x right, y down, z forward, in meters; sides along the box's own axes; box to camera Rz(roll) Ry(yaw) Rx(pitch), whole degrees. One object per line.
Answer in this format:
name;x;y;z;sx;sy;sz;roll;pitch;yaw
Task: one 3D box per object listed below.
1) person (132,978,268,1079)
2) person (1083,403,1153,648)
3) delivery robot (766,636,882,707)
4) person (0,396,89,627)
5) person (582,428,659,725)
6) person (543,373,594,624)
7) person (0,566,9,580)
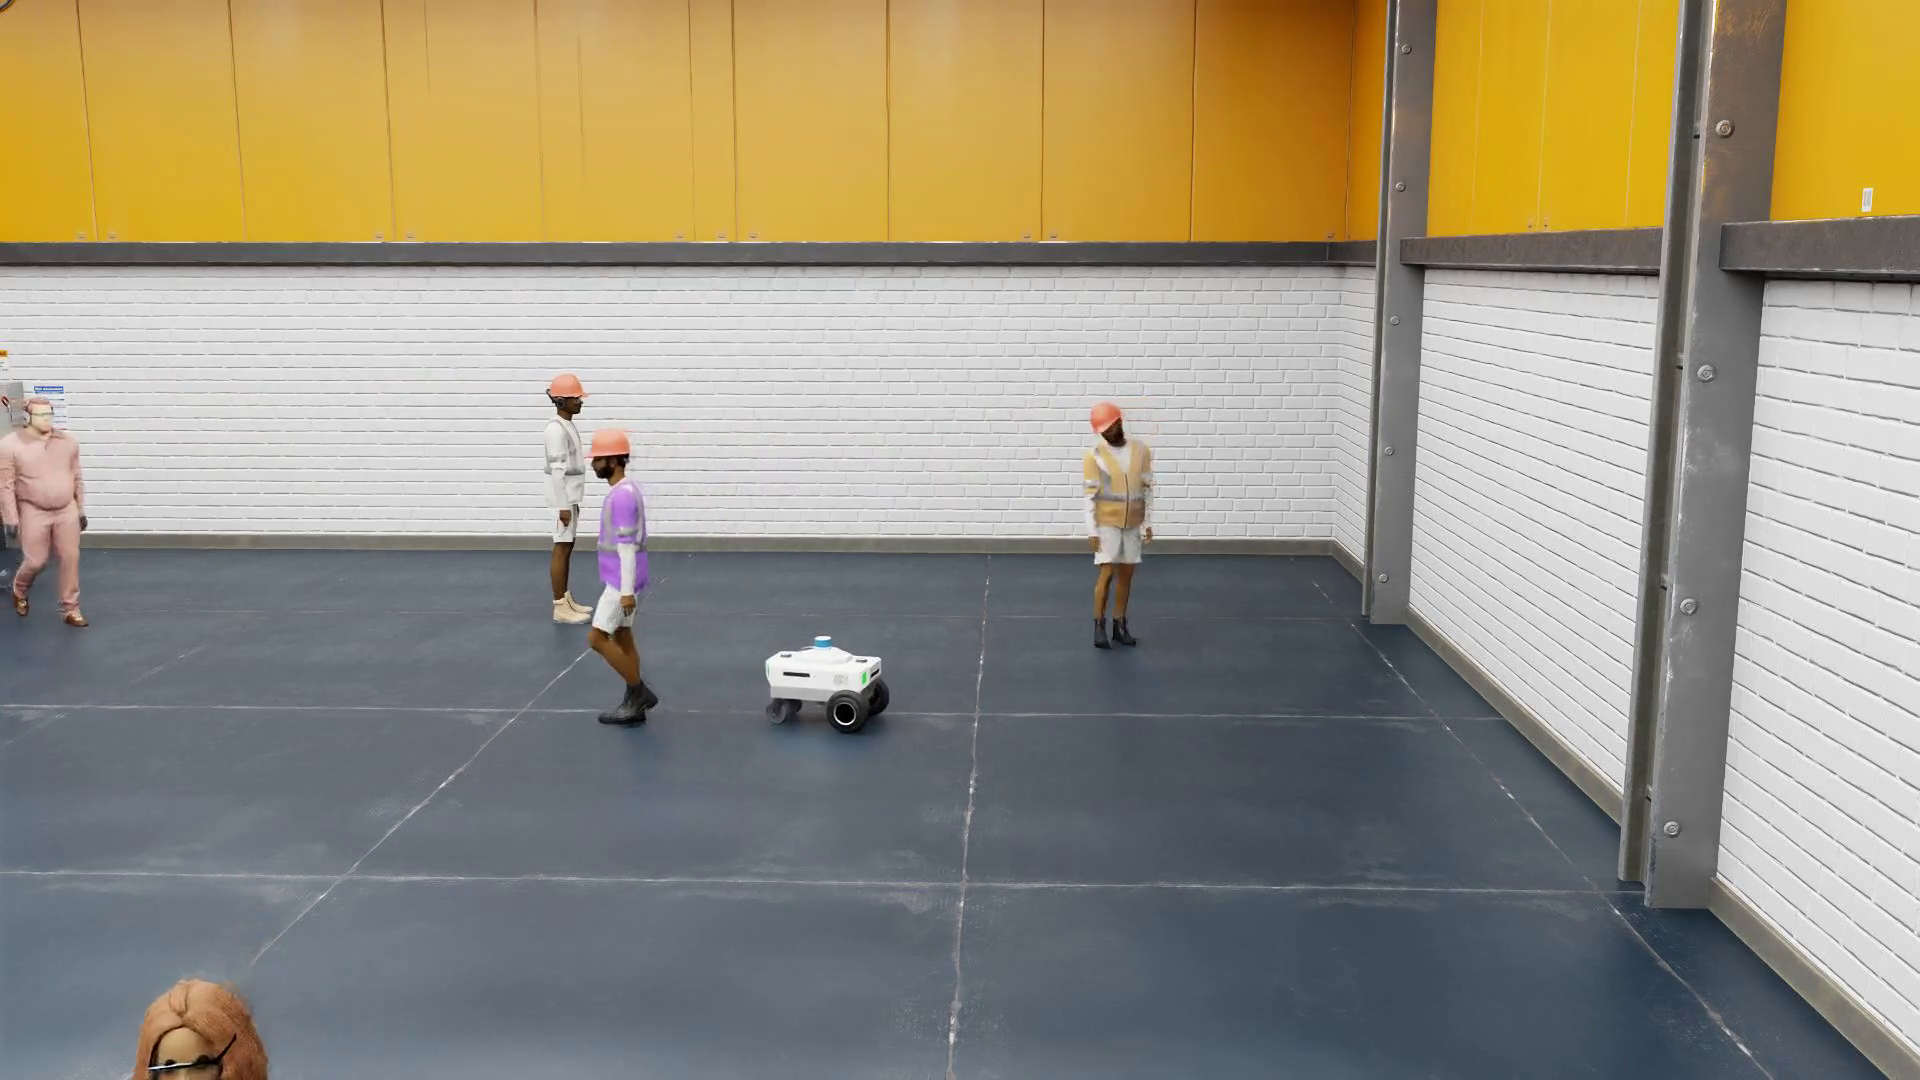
person;-1.447;1.644;3.315;0.518;1.585;0.847;-3;10;-16
person;1.214;-0.114;12.788;0.574;1.888;0.363;-3;10;-19
delivery robot;-0.876;0.860;10.671;0.707;0.478;0.477;3;10;16
person;-7.431;-0.231;13.463;0.662;1.889;0.652;7;12;36
person;-2.182;0.246;10.550;0.406;1.920;0.576;-2;10;-12
person;-3.207;-0.342;13.632;0.387;2.045;0.605;-1;10;-5
person;-8.729;-0.407;14.673;0.416;1.815;0.616;-1;10;-8
